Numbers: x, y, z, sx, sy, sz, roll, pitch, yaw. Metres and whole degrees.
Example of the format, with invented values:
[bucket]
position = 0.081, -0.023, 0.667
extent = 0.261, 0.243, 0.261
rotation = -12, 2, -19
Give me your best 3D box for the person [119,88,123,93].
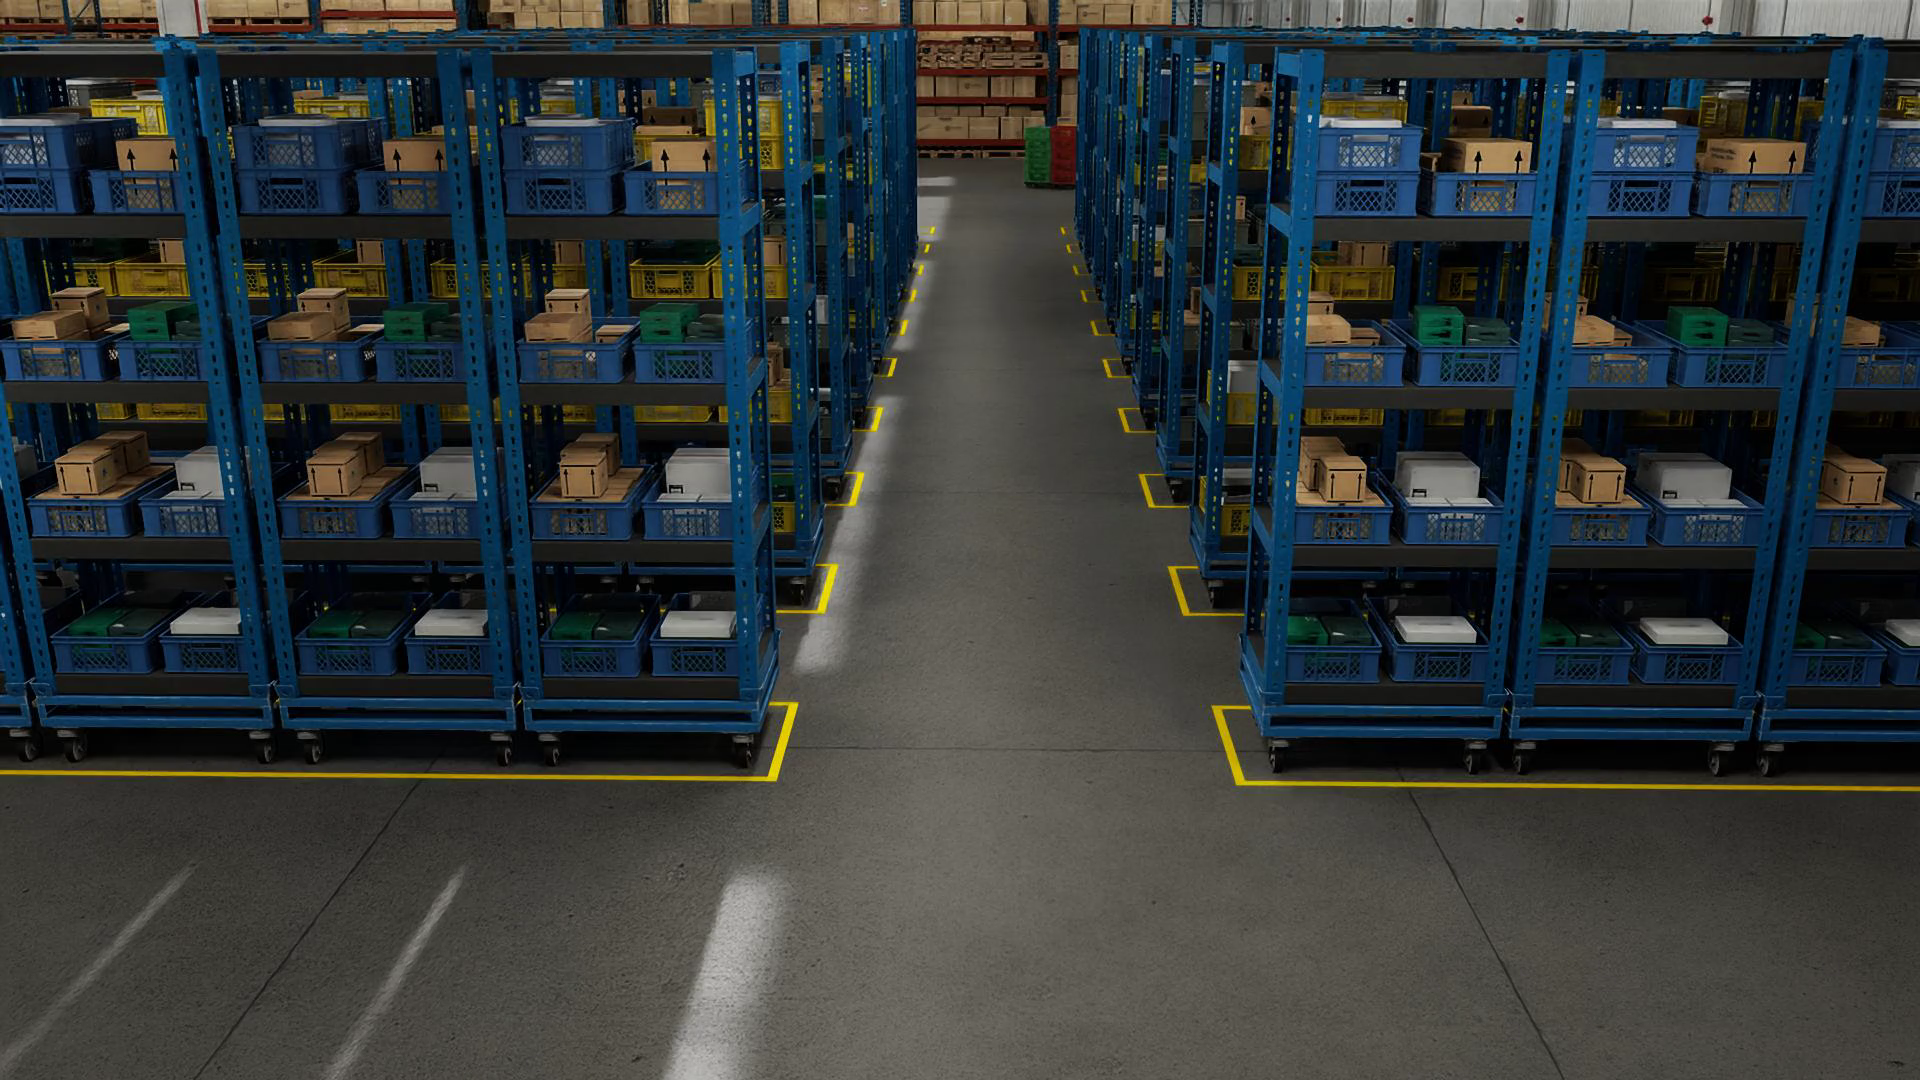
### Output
[person]
position = -25.003, -12.643, 49.605
extent = 0.978, 1.862, 0.608
rotation = -2, 18, -6
